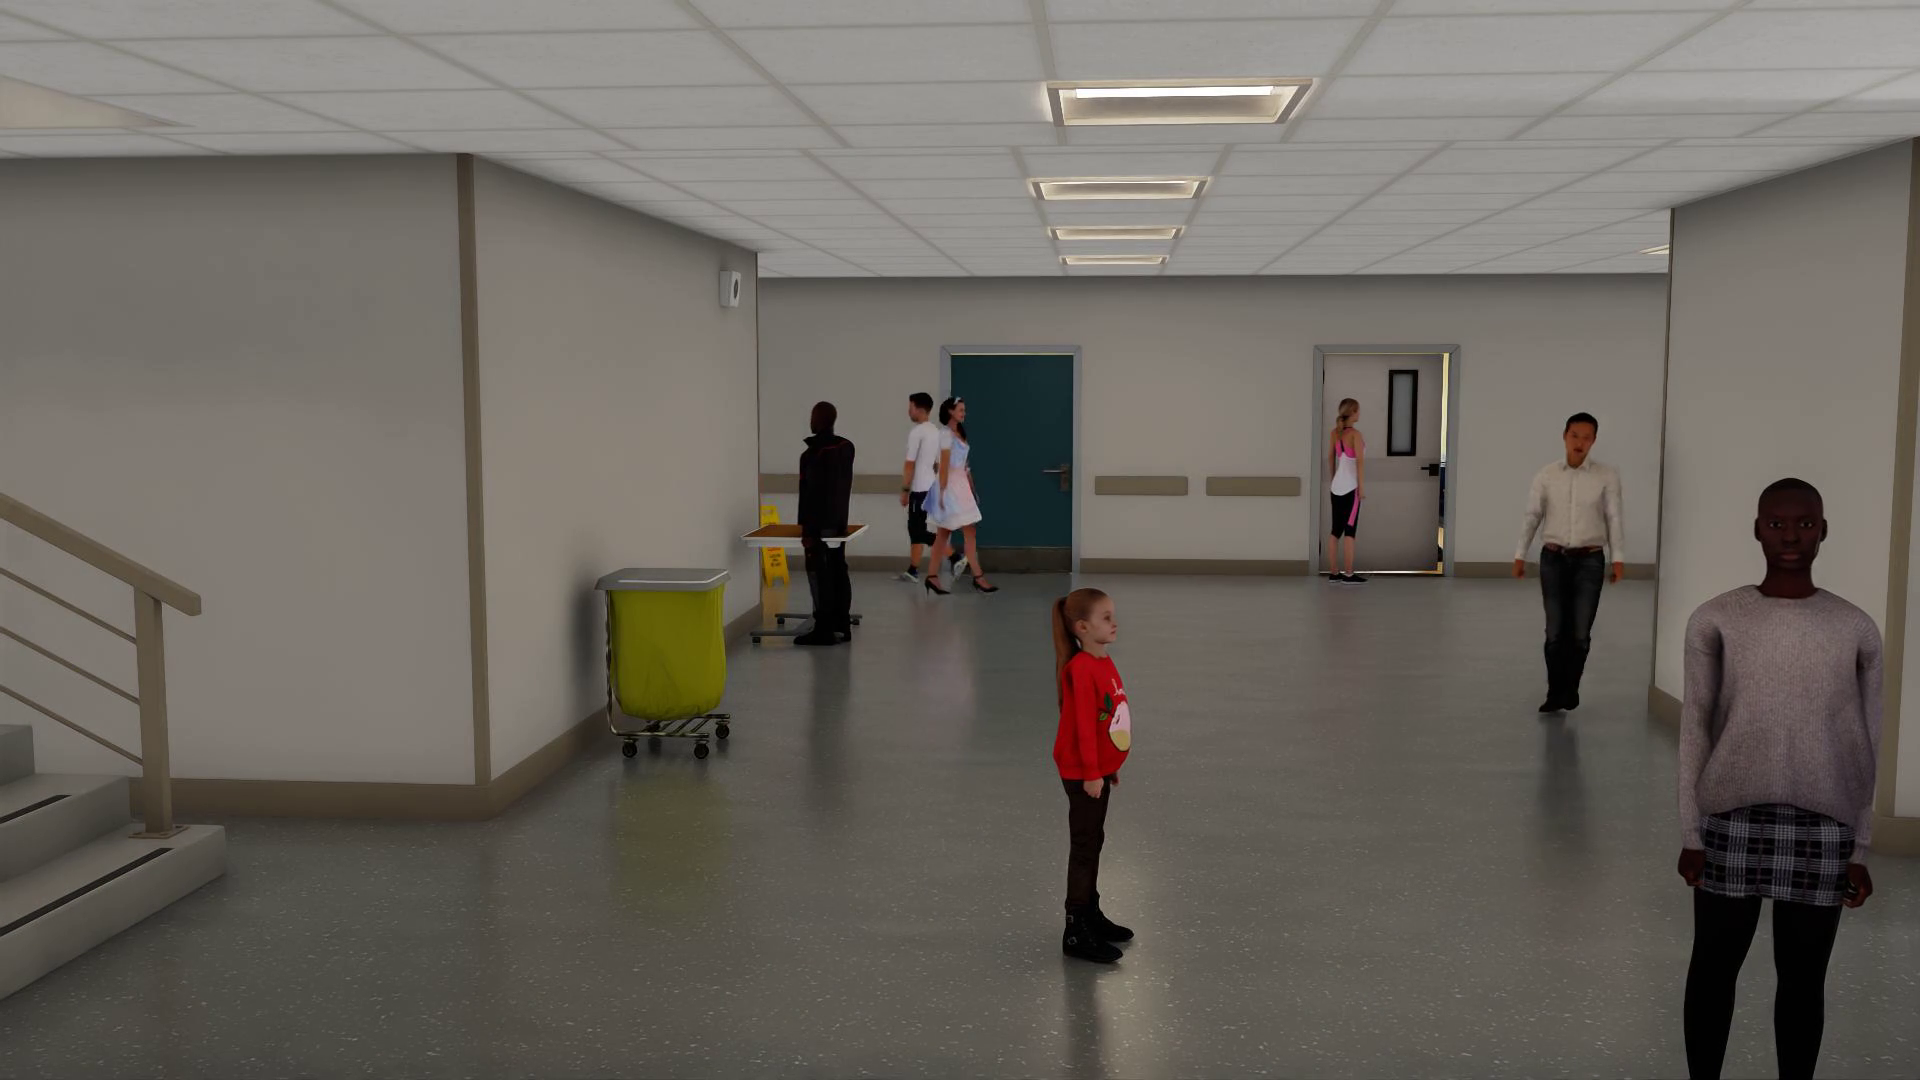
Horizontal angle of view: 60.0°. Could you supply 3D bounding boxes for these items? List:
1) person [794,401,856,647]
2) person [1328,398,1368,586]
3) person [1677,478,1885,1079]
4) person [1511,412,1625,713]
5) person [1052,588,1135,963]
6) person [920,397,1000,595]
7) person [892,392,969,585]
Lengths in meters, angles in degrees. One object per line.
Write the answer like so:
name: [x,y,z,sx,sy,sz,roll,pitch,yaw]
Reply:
person: [-0.997,-0.135,12.490,0.759,1.824,0.790,3,6,28]
person: [3.716,-0.473,16.035,0.692,1.787,0.679,-3,6,-27]
person: [2.046,0.726,4.196,0.548,1.771,0.721,2,6,18]
person: [3.658,0.146,9.856,0.791,1.792,0.936,4,7,34]
person: [0.462,0.805,5.858,0.552,1.281,0.529,2,6,16]
person: [-0.158,-0.377,15.053,1.011,1.791,0.719,1,6,10]
person: [-0.286,-0.454,15.653,1.196,1.825,0.911,3,6,28]
